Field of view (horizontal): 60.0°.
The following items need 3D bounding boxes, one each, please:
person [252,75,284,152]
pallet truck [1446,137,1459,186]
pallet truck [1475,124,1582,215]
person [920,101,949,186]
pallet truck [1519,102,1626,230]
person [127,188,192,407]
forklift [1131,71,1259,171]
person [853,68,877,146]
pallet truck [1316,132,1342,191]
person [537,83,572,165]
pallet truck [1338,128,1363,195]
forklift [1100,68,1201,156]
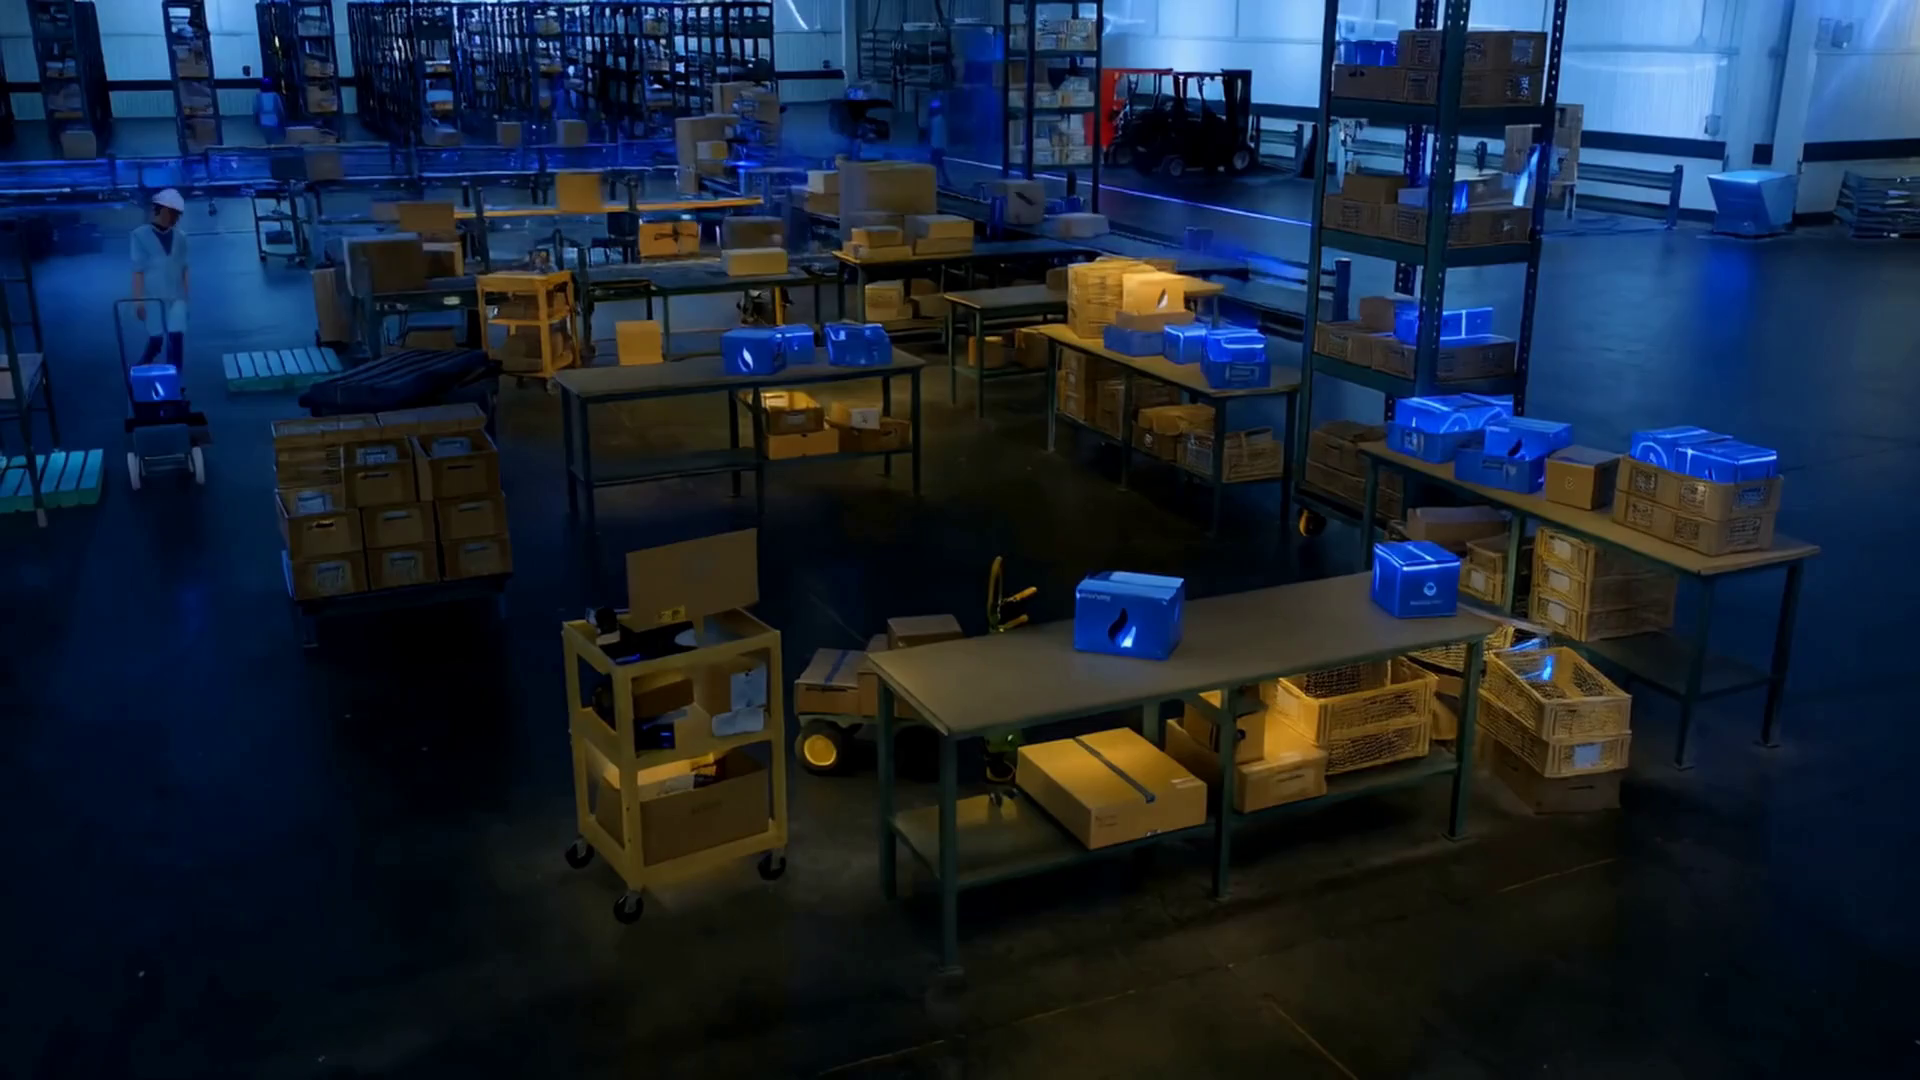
[{"bbox_3d":[-15.379,-9.305,37.034,0.623,2.028,0.683,-11,21,-31],"label":"person"},{"bbox_3d":[9.184,-6.485,29.328,1.630,1.274,0.653,-8,19,-23],"label":"pallet truck"},{"bbox_3d":[9.707,-6.455,28.103,1.885,1.965,0.823,-7,19,-20],"label":"pallet truck"},{"bbox_3d":[-0.528,-7.499,31.838,0.852,1.726,0.527,10,20,29],"label":"person"},{"bbox_3d":[9.972,-6.037,26.785,1.885,1.965,0.823,-9,20,-25],"label":"pallet truck"},{"bbox_3d":[-7.025,-2.127,14.628,0.562,1.897,0.593,12,21,34],"label":"person"},{"bbox_3d":[4.998,-8.936,35.413,2.680,1.987,1.157,-9,20,-25],"label":"forklift"},{"bbox_3d":[-2.457,-11.341,43.541,0.650,1.962,0.785,3,18,10],"label":"person"},{"bbox_3d":[7.723,-7.504,32.656,1.601,1.201,0.680,-8,19,-23],"label":"pallet truck"},{"bbox_3d":[-9.236,-9.396,37.655,0.854,1.812,0.596,-9,20,-27],"label":"person"},{"bbox_3d":[7.845,-7.140,31.411,1.522,1.261,0.704,-9,20,-25],"label":"pallet truck"},{"bbox_3d":[4.082,-9.564,37.410,2.680,1.987,1.157,-8,19,-23],"label":"forklift"}]
